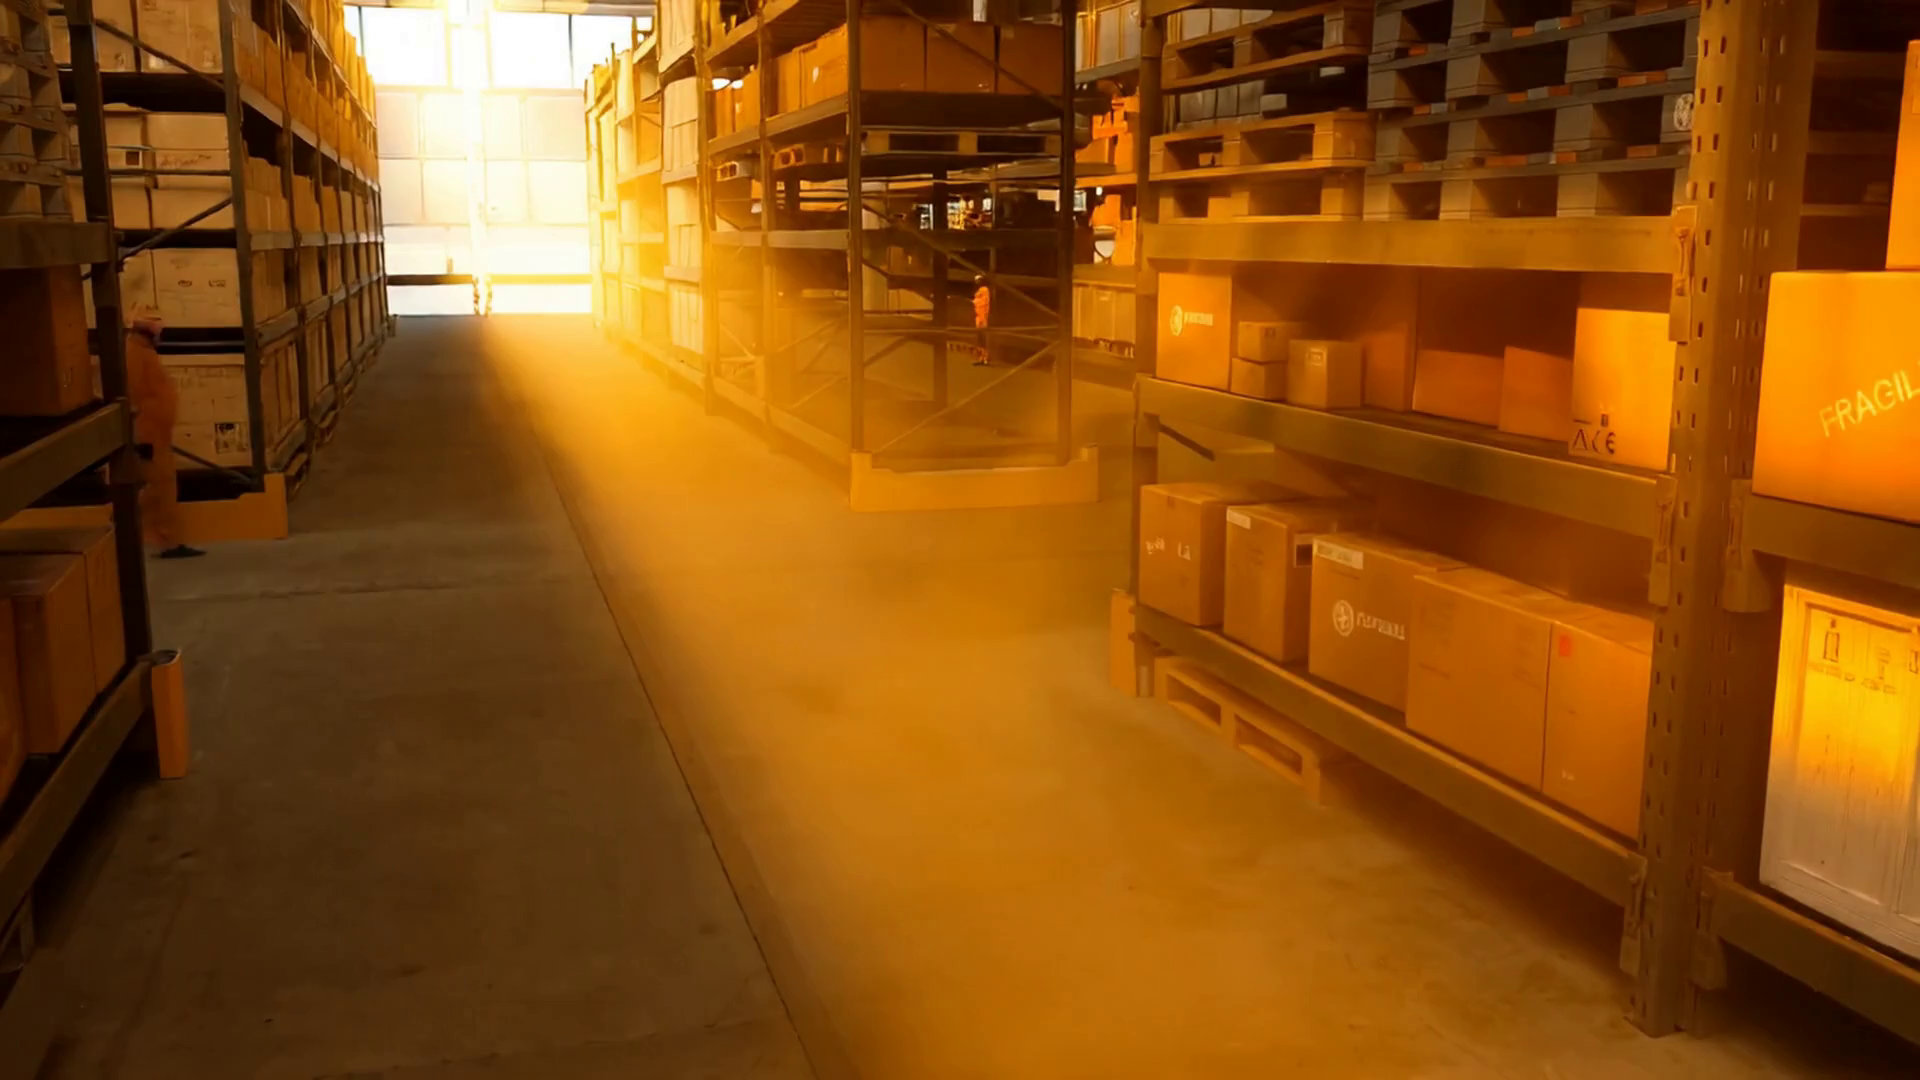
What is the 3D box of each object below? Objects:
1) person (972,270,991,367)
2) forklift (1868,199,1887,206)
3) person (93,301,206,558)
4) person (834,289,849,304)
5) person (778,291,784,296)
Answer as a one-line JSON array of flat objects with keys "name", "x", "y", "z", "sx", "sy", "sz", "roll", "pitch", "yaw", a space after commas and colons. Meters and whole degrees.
[{"name": "person", "x": 0.384, "y": -4.004, "z": 30.094, "sx": 0.335, "sy": 1.762, "sz": 0.526, "roll": -3, "pitch": 11, "yaw": -15}, {"name": "forklift", "x": 11.338, "y": -2.915, "z": 21.052, "sx": 1.129, "sy": 2.768, "sz": 1.873, "roll": -3, "pitch": 11, "yaw": -17}, {"name": "person", "x": -5.905, "y": -0.777, "z": 12.029, "sx": 0.619, "sy": 1.892, "sz": 0.660, "roll": -3, "pitch": 11, "yaw": -16}, {"name": "person", "x": -2.690, "y": -5.711, "z": 39.102, "sx": 0.547, "sy": 1.905, "sz": 0.915, "roll": -2, "pitch": 10, "yaw": -10}, {"name": "person", "x": -4.317, "y": -5.904, "z": 40.643, "sx": 0.492, "sy": 1.717, "sz": 0.480, "roll": 3, "pitch": 11, "yaw": 17}]
